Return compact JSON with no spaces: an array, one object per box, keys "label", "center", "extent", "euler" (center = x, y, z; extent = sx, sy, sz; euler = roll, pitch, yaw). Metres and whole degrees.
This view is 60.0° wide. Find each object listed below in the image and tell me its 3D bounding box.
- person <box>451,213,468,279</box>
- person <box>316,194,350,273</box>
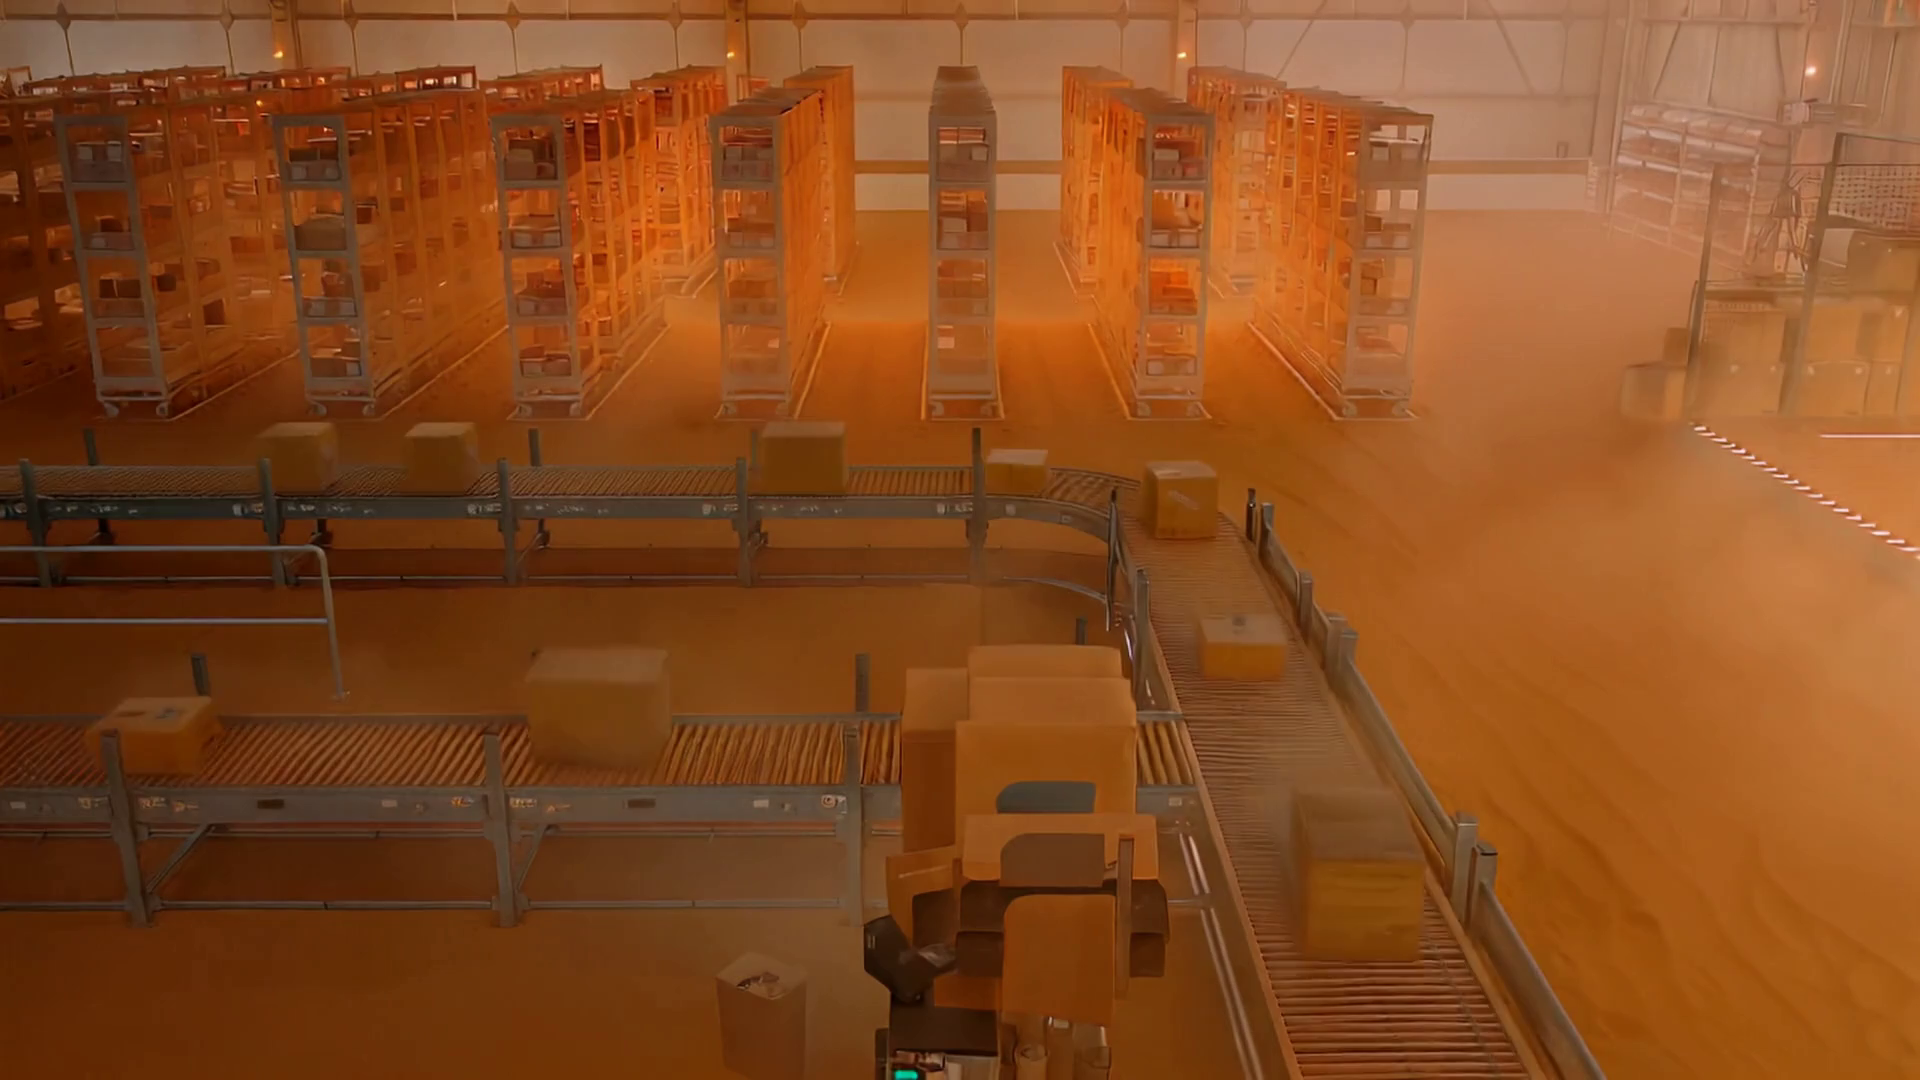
[{"label":"person","center":[-8.230,-4.775,27.420],"extent":[0.586,1.811,0.614],"euler":[3,18,10]},{"label":"person","center":[-9.866,-4.425,26.091],"extent":[0.569,1.962,0.623],"euler":[-3,18,-10]}]
